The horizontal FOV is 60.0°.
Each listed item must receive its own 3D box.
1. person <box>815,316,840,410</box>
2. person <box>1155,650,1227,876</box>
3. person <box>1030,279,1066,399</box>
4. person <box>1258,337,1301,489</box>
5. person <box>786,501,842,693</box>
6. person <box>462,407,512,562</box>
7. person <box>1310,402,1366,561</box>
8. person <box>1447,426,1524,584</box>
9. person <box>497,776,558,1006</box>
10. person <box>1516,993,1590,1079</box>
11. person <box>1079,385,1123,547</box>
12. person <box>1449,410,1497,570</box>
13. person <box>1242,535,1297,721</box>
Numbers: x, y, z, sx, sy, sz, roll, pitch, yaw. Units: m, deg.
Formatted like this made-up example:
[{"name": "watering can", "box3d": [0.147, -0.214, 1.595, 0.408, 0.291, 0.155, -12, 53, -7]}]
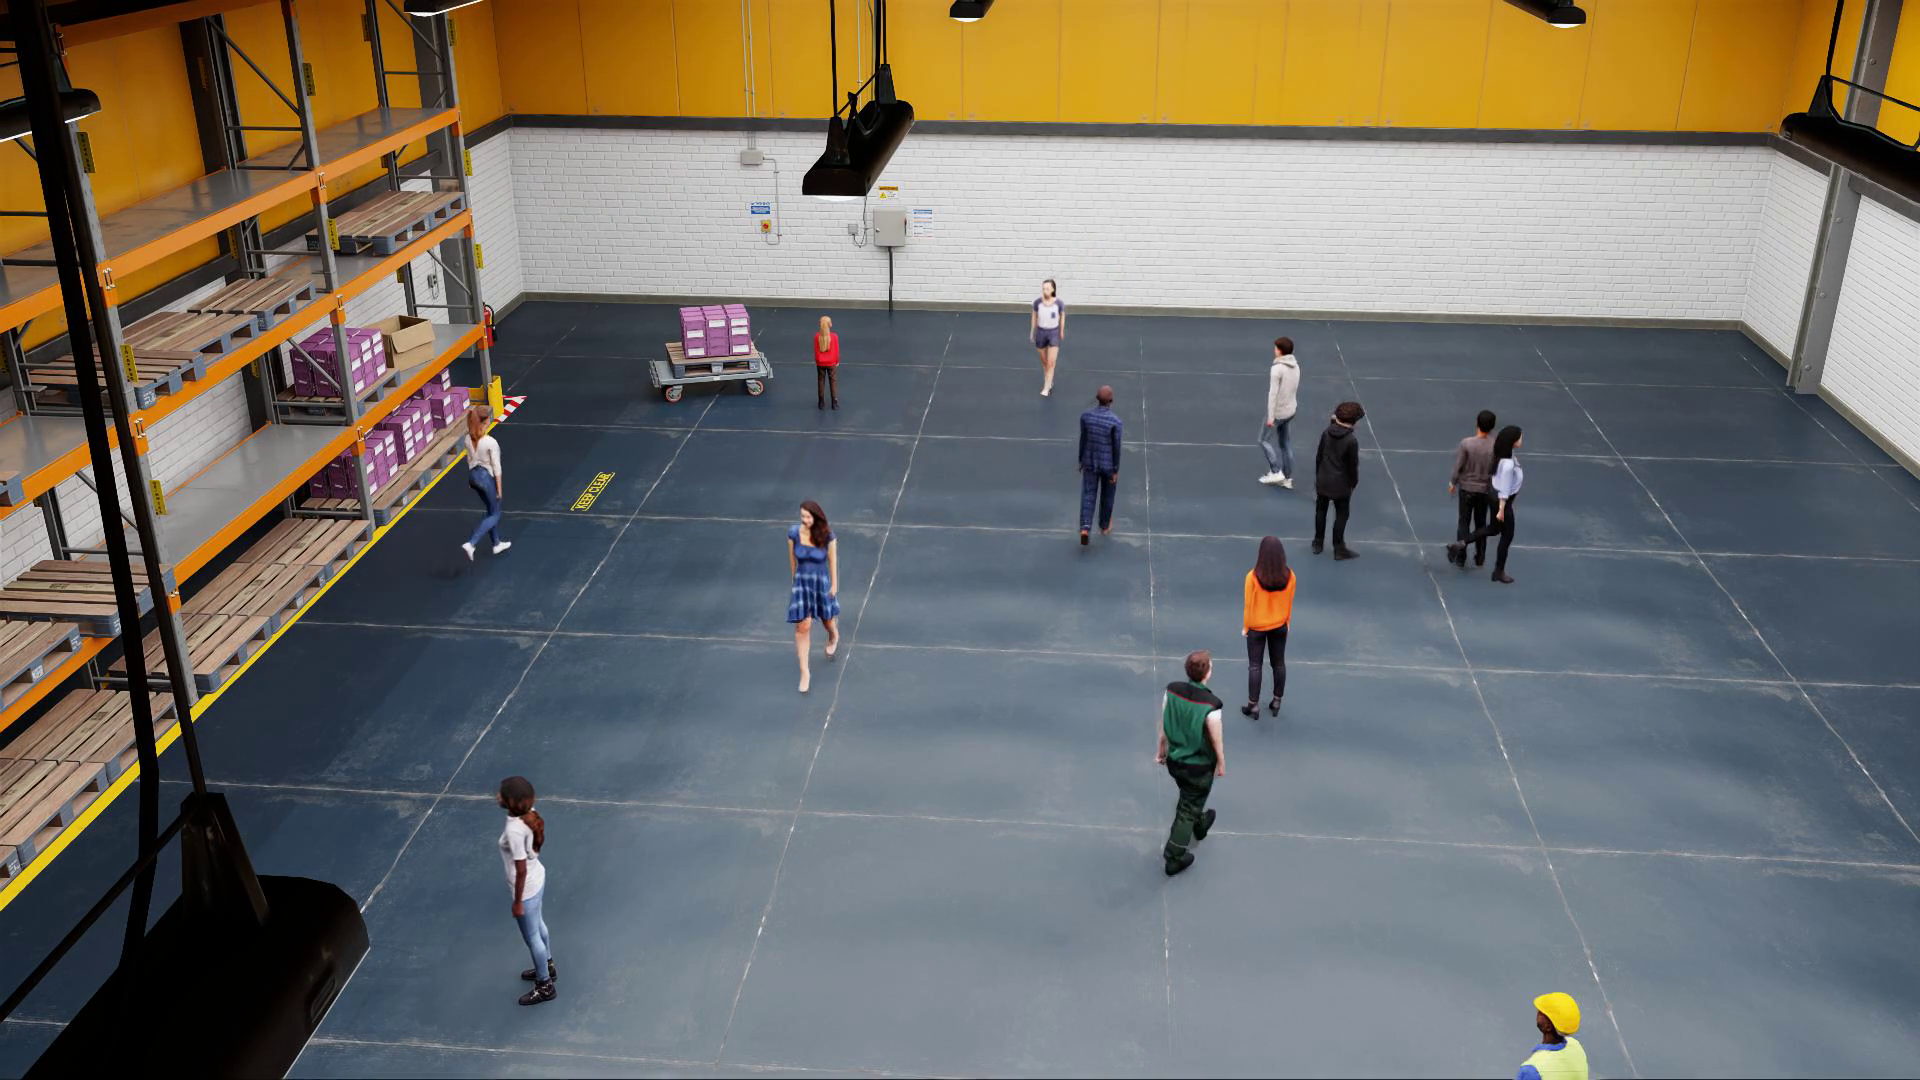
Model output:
[{"name": "person", "box3d": [-1.816, -2.416, 22.600, 0.488, 1.282, 0.490, 0, 24, 1]}, {"name": "person", "box3d": [1.694, 1.696, 12.529, 1.026, 1.815, 1.120, 21, 31, 39]}, {"name": "person", "box3d": [1.238, -2.819, 23.110, 0.764, 1.612, 1.064, 7, 25, 17]}, {"name": "person", "box3d": [3.893, -1.480, 19.766, 0.881, 1.836, 0.801, 20, 31, 38]}, {"name": "person", "box3d": [-1.330, 0.464, 15.403, 0.690, 1.770, 1.140, 4, 24, 9]}, {"name": "person", "box3d": [-5.153, -0.563, 17.843, 0.900, 1.697, 1.083, 14, 27, 28]}, {"name": "person", "box3d": [4.032, -0.667, 17.998, 0.841, 1.764, 0.829, 13, 27, 27]}, {"name": "person", "box3d": [5.547, -0.365, 17.355, 0.721, 1.725, 0.876, 4, 24, 9]}, {"name": "person", "box3d": [-2.916, 2.335, 11.187, 0.688, 1.719, 0.527, -3, 24, -6]}, {"name": "person", "box3d": [3.170, 3.256, 8.975, 0.800, 1.802, 0.845, -16, 28, -32]}, {"name": "person", "box3d": [1.505, -0.802, 18.269, 0.806, 1.794, 1.142, 7, 25, 16]}, {"name": "person", "box3d": [5.461, -0.527, 17.675, 0.642, 1.766, 0.543, 2, 24, 5]}, {"name": "person", "box3d": [2.723, 0.770, 14.729, 0.682, 1.749, 0.654, -6, 24, -12]}]
